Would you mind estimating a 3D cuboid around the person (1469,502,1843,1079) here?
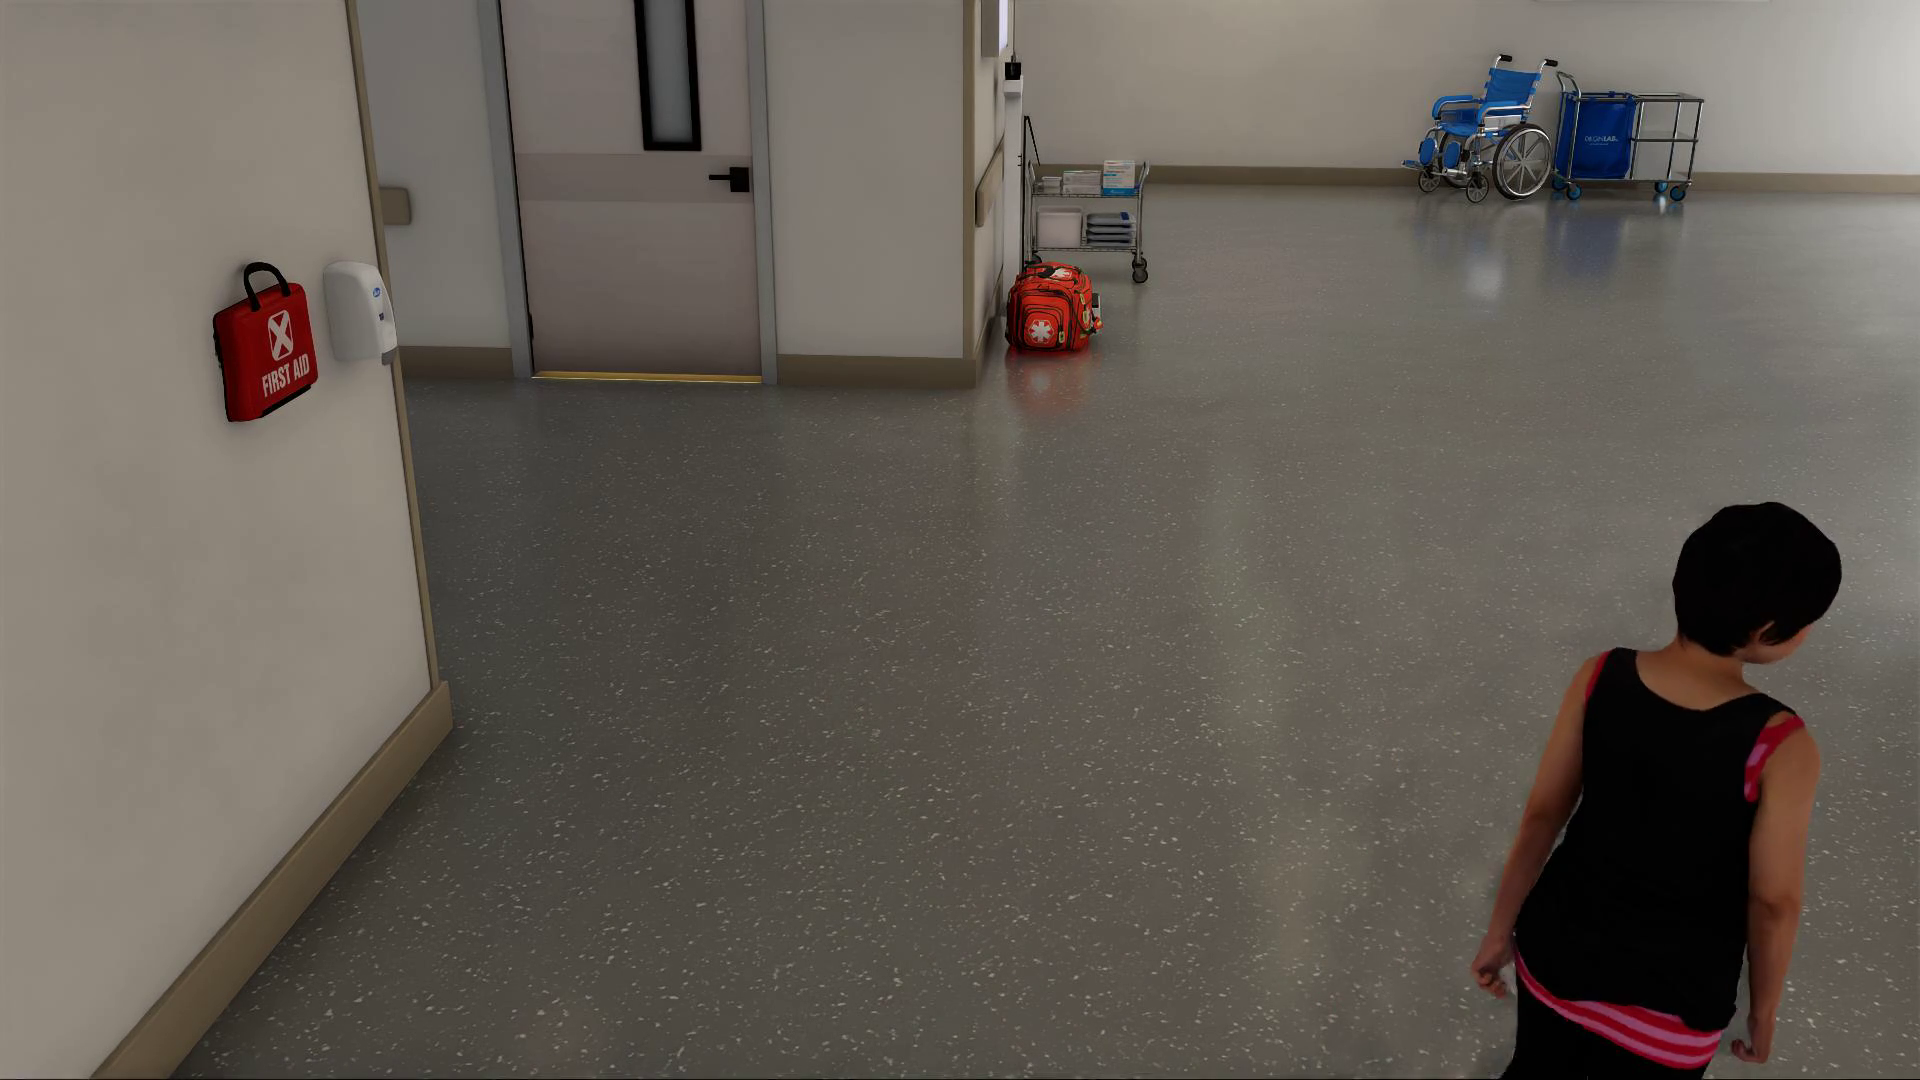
[{"bbox_3d":[1.005,0.677,2.629,0.713,1.524,0.777,16,26,36],"label":"person"}]
